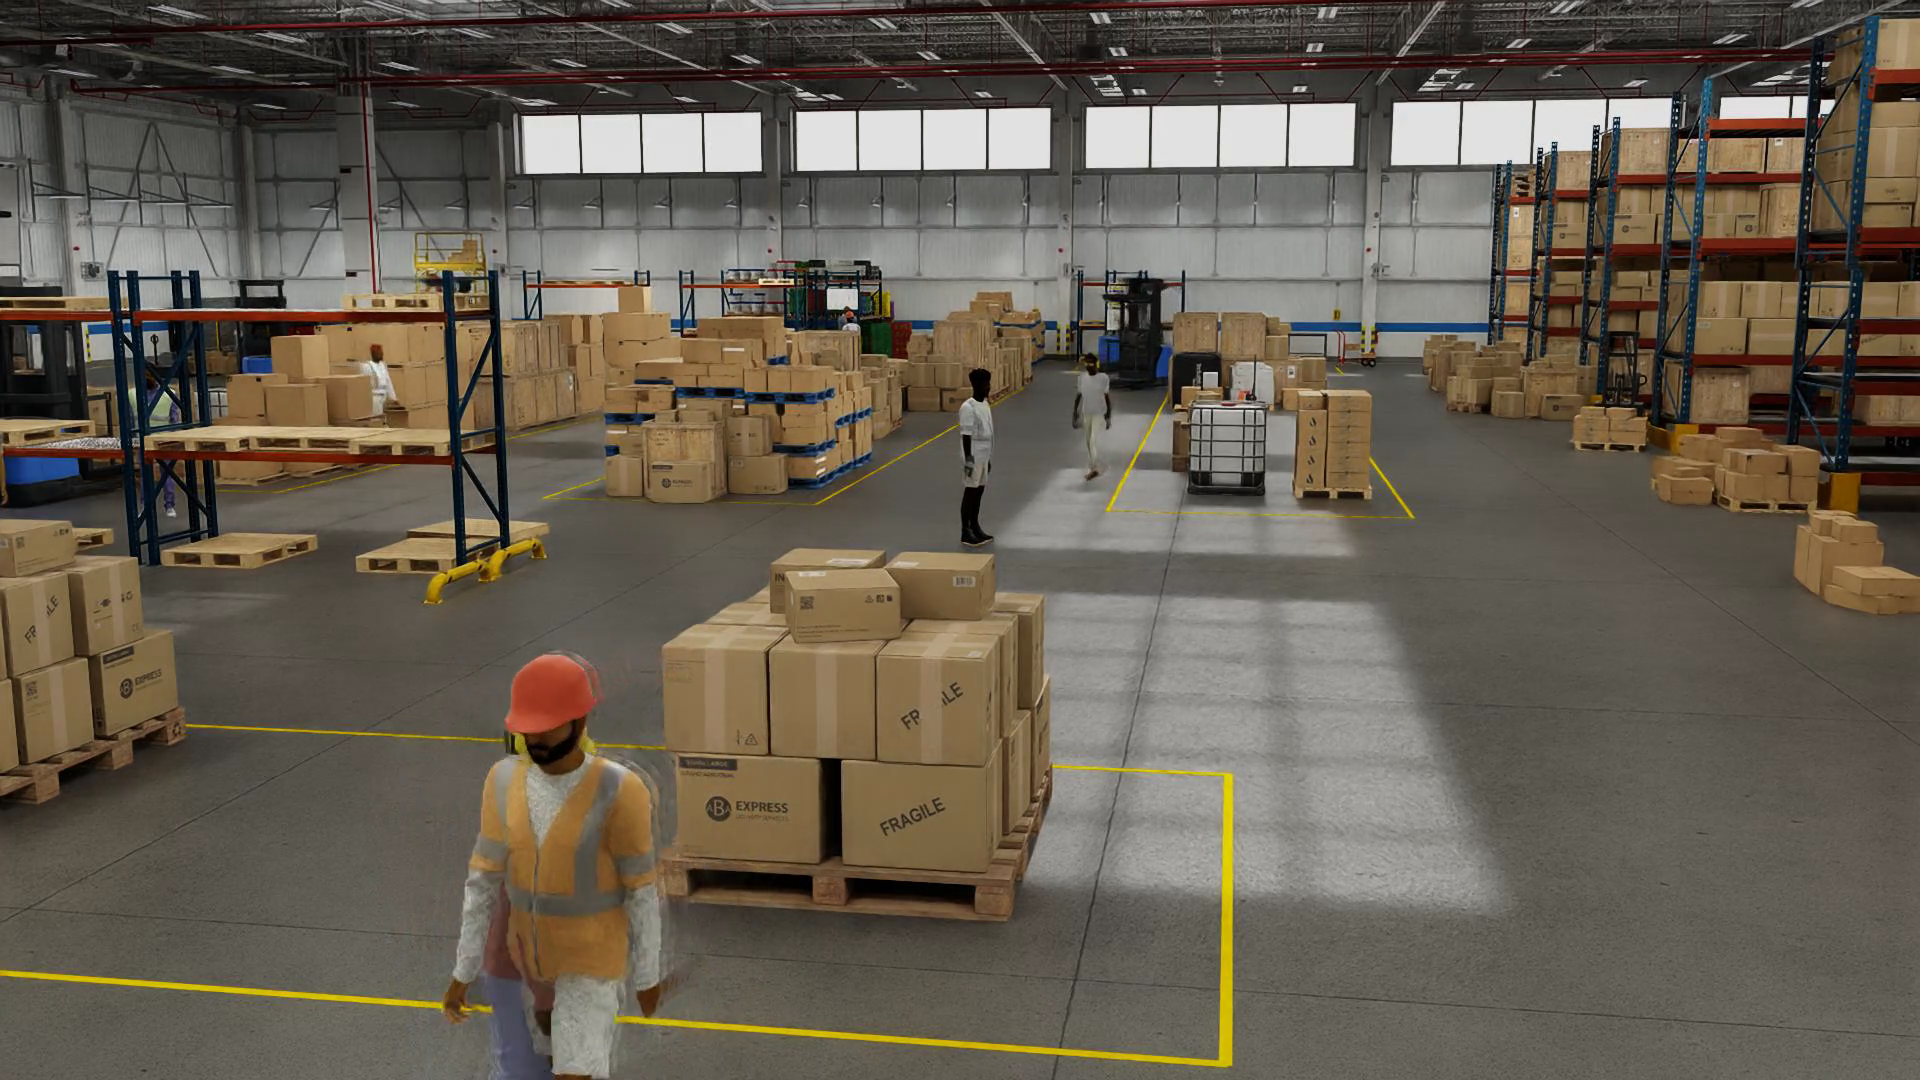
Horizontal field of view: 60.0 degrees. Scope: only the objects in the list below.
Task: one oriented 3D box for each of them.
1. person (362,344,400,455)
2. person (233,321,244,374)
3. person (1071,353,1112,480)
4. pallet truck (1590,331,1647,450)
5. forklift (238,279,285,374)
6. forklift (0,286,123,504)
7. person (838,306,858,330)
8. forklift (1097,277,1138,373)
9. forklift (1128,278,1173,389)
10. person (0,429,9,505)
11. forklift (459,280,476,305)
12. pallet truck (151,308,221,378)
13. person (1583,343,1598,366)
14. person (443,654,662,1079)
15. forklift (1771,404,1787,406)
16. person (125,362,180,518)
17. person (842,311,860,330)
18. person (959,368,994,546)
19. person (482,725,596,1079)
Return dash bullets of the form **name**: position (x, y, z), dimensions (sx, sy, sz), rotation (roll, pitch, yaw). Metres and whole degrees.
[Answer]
- **person**: position (-9.396, -2.266, 27.090), dimensions (0.950, 1.841, 0.599), rotation (1, 9, 9)
- **person**: position (-19.942, -5.257, 46.179), dimensions (0.517, 1.634, 0.311), rotation (4, 10, 24)
- **person**: position (1.868, -1.774, 24.071), dimensions (0.550, 1.834, 0.881), rotation (5, 10, 29)
- **pallet truck**: position (11.253, -2.573, 28.499), dimensions (0.823, 1.965, 1.885), rotation (5, 10, 27)
- **forklift**: position (-15.763, -4.510, 37.729), dimensions (1.129, 2.768, 1.873), rotation (-5, 11, -29)
- **forklift**: position (-12.268, -1.953, 21.957), dimensions (1.129, 2.768, 1.873), rotation (1, 9, 9)
- **person**: position (-3.472, -6.249, 51.354), dimensions (0.630, 1.940, 0.372), rotation (-3, 10, -18)
- **forklift**: position (5.019, -6.307, 48.812), dimensions (1.873, 2.768, 1.129), rotation (1, 9, 9)
- **forklift**: position (4.757, -5.316, 42.702), dimensions (1.873, 2.768, 1.129), rotation (-8, 12, -41)
- **person**: position (-9.578, -0.506, 16.220), dimensions (0.506, 1.847, 0.350), rotation (-5, 10, -27)
- **forklift**: position (-13.144, -5.596, 44.427), dimensions (1.873, 2.768, 1.129), rotation (-3, 10, -17)
- **pallet truck**: position (-21.869, -5.598, 47.154), dimensions (0.823, 1.965, 1.885), rotation (4, 10, 26)
- **person**: position (14.668, -4.048, 38.822), dimensions (0.807, 1.610, 0.523), rotation (-4, 10, -24)
- **person**: position (-1.244, 1.289, 4.945), dimensions (0.559, 1.905, 0.792), rotation (4, 10, 24)
- **forklift**: position (17.379, -4.417, 37.155), dimensions (1.873, 2.768, 1.129), rotation (0, 9, 0)
- **person**: position (-9.910, -1.227, 20.439), dimensions (0.596, 1.918, 0.384), rotation (-3, 10, -17)
- **person**: position (-2.966, -5.233, 45.138), dimensions (0.543, 1.928, 0.398), rotation (-6, 11, -34)
- **person**: position (0.193, -0.922, 18.410), dimensions (0.364, 1.964, 0.611), rotation (4, 10, 22)
- **person**: position (-1.352, 1.328, 5.257), dimensions (0.504, 1.726, 0.541), rotation (0, 9, 0)
